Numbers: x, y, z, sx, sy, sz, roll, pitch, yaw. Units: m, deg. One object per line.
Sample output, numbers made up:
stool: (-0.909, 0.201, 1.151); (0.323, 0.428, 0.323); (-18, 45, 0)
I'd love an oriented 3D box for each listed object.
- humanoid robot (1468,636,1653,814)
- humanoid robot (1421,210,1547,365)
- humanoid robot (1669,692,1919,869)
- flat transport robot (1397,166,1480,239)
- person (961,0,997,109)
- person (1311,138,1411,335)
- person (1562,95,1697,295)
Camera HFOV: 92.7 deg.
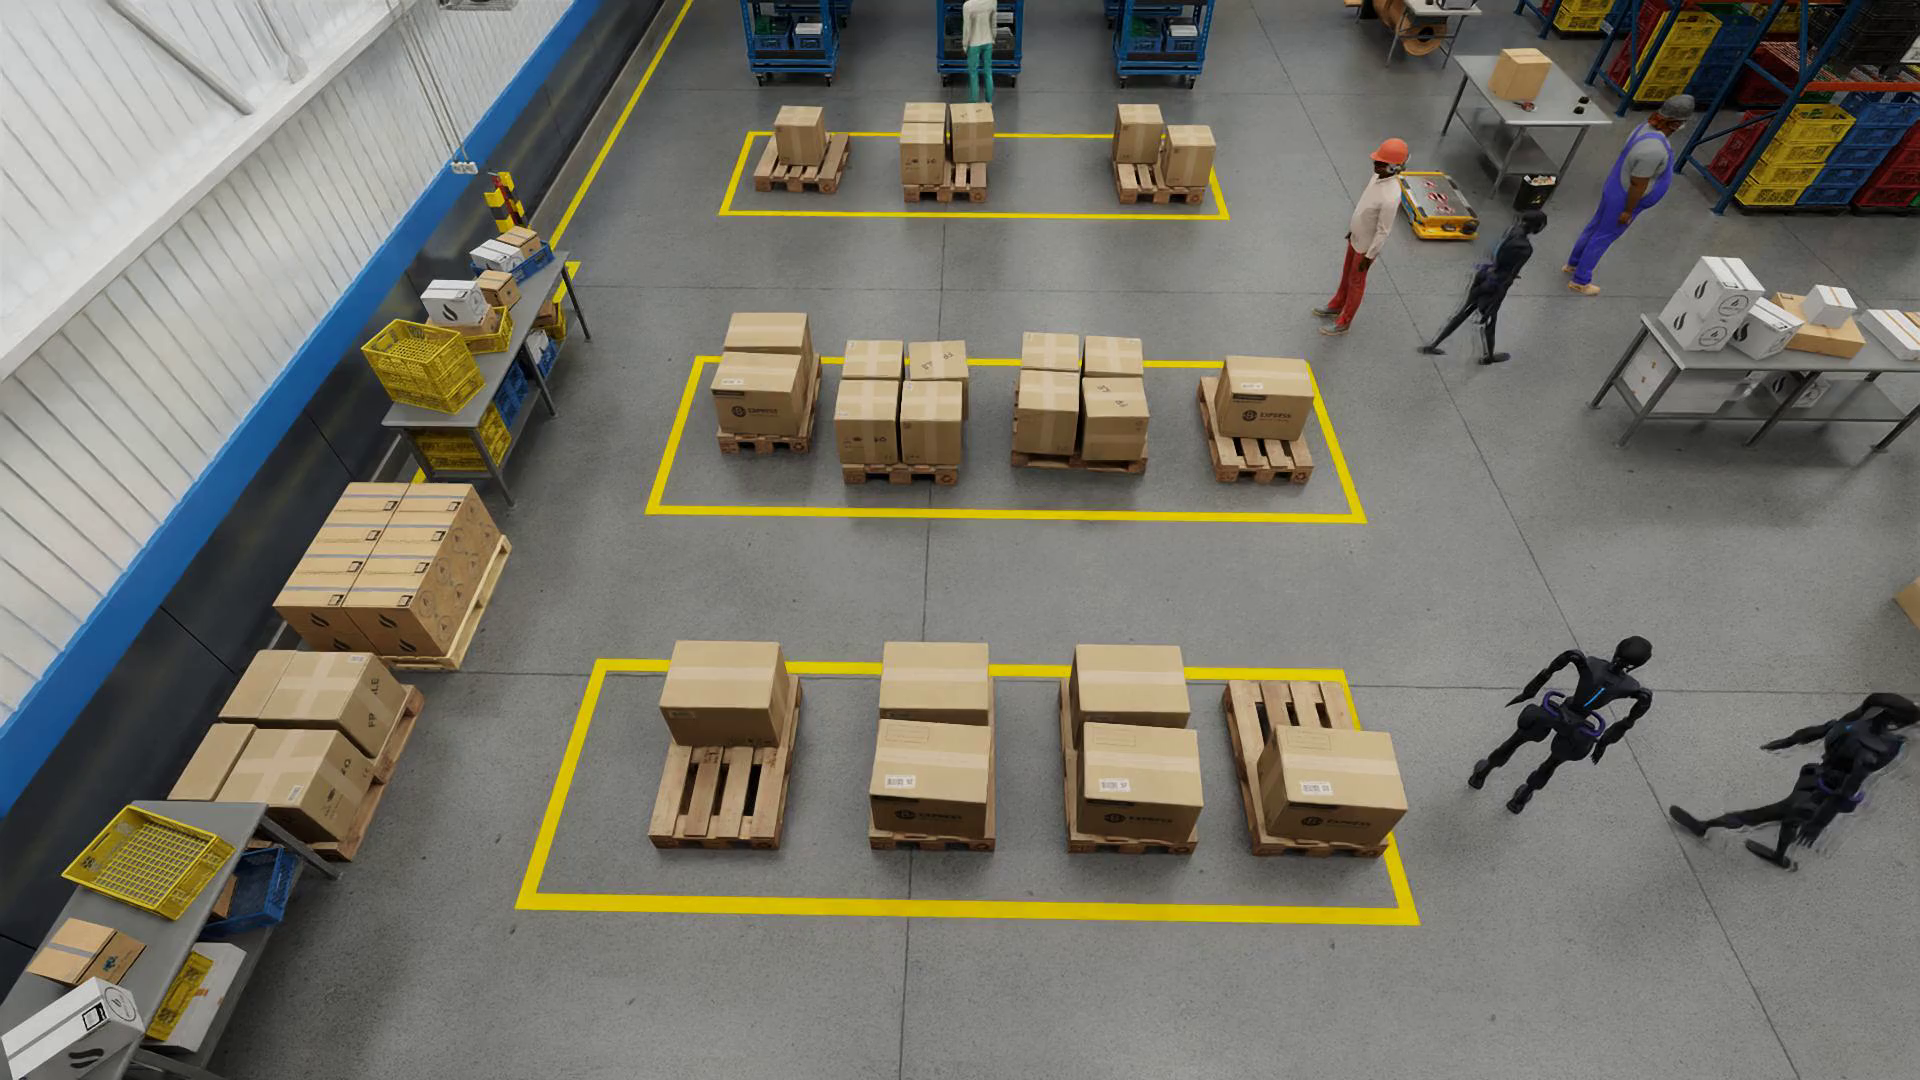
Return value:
humanoid robot: (3.703, 1.121, 5.629); (0.578, 1.649, 0.340); (34, 57, 26)
humanoid robot: (5.075, -2.383, 8.699); (0.800, 1.622, 0.568); (3, 49, 3)
humanoid robot: (4.998, 1.437, 5.380); (0.755, 1.619, 0.596); (32, 56, 25)
flat transport robot: (5.692, -4.094, 11.059); (0.652, 0.197, 1.431); (1, 49, 1)
person: (0.248, -6.702, 12.345); (0.532, 1.765, 0.328); (-24, 53, -20)
person: (3.916, -2.912, 8.913); (0.385, 1.995, 0.611); (4, 49, 3)
person: (6.899, -3.543, 9.430); (0.537, 2.000, 0.681); (13, 50, 11)
